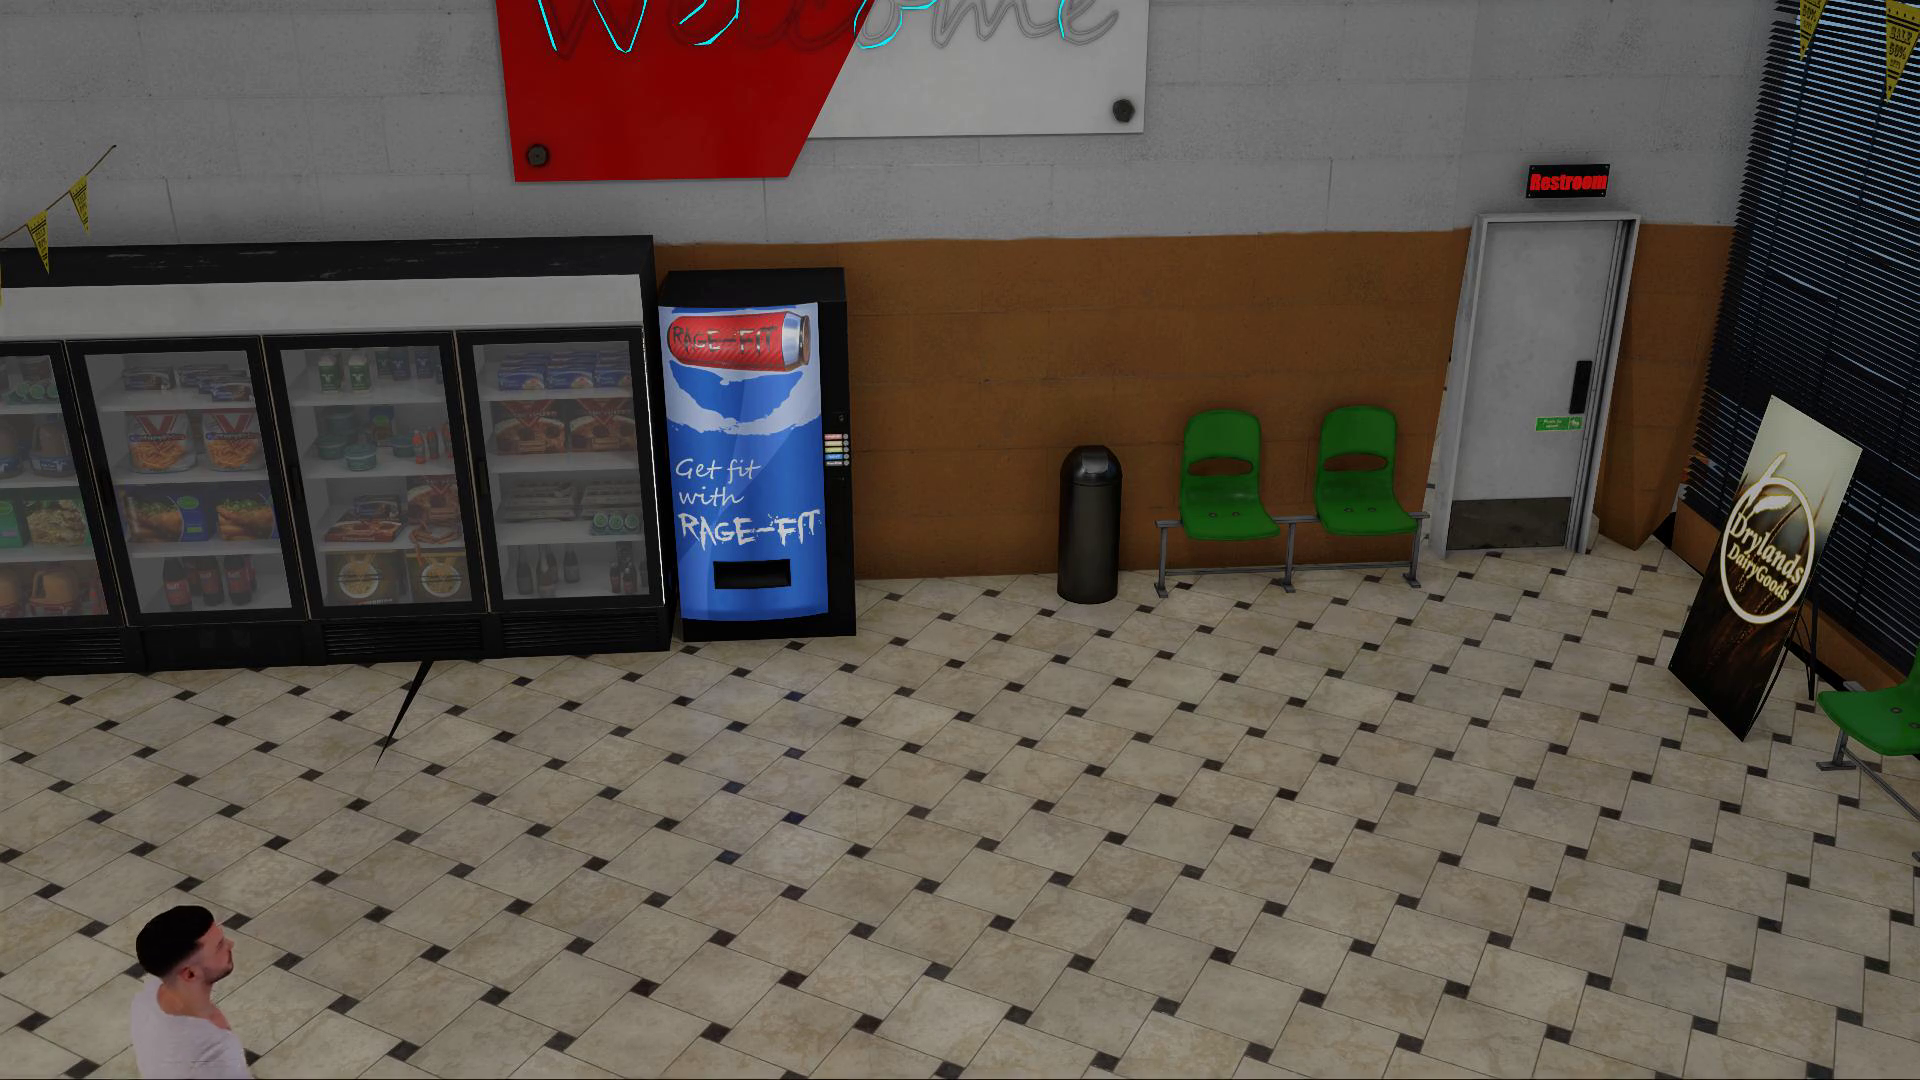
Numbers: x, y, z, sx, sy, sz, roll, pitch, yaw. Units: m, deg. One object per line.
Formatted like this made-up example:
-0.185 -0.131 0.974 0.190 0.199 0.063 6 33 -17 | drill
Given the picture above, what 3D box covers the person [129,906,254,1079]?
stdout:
-2.234 1.860 4.896 0.910 1.829 0.841 -20 30 -38 | person
